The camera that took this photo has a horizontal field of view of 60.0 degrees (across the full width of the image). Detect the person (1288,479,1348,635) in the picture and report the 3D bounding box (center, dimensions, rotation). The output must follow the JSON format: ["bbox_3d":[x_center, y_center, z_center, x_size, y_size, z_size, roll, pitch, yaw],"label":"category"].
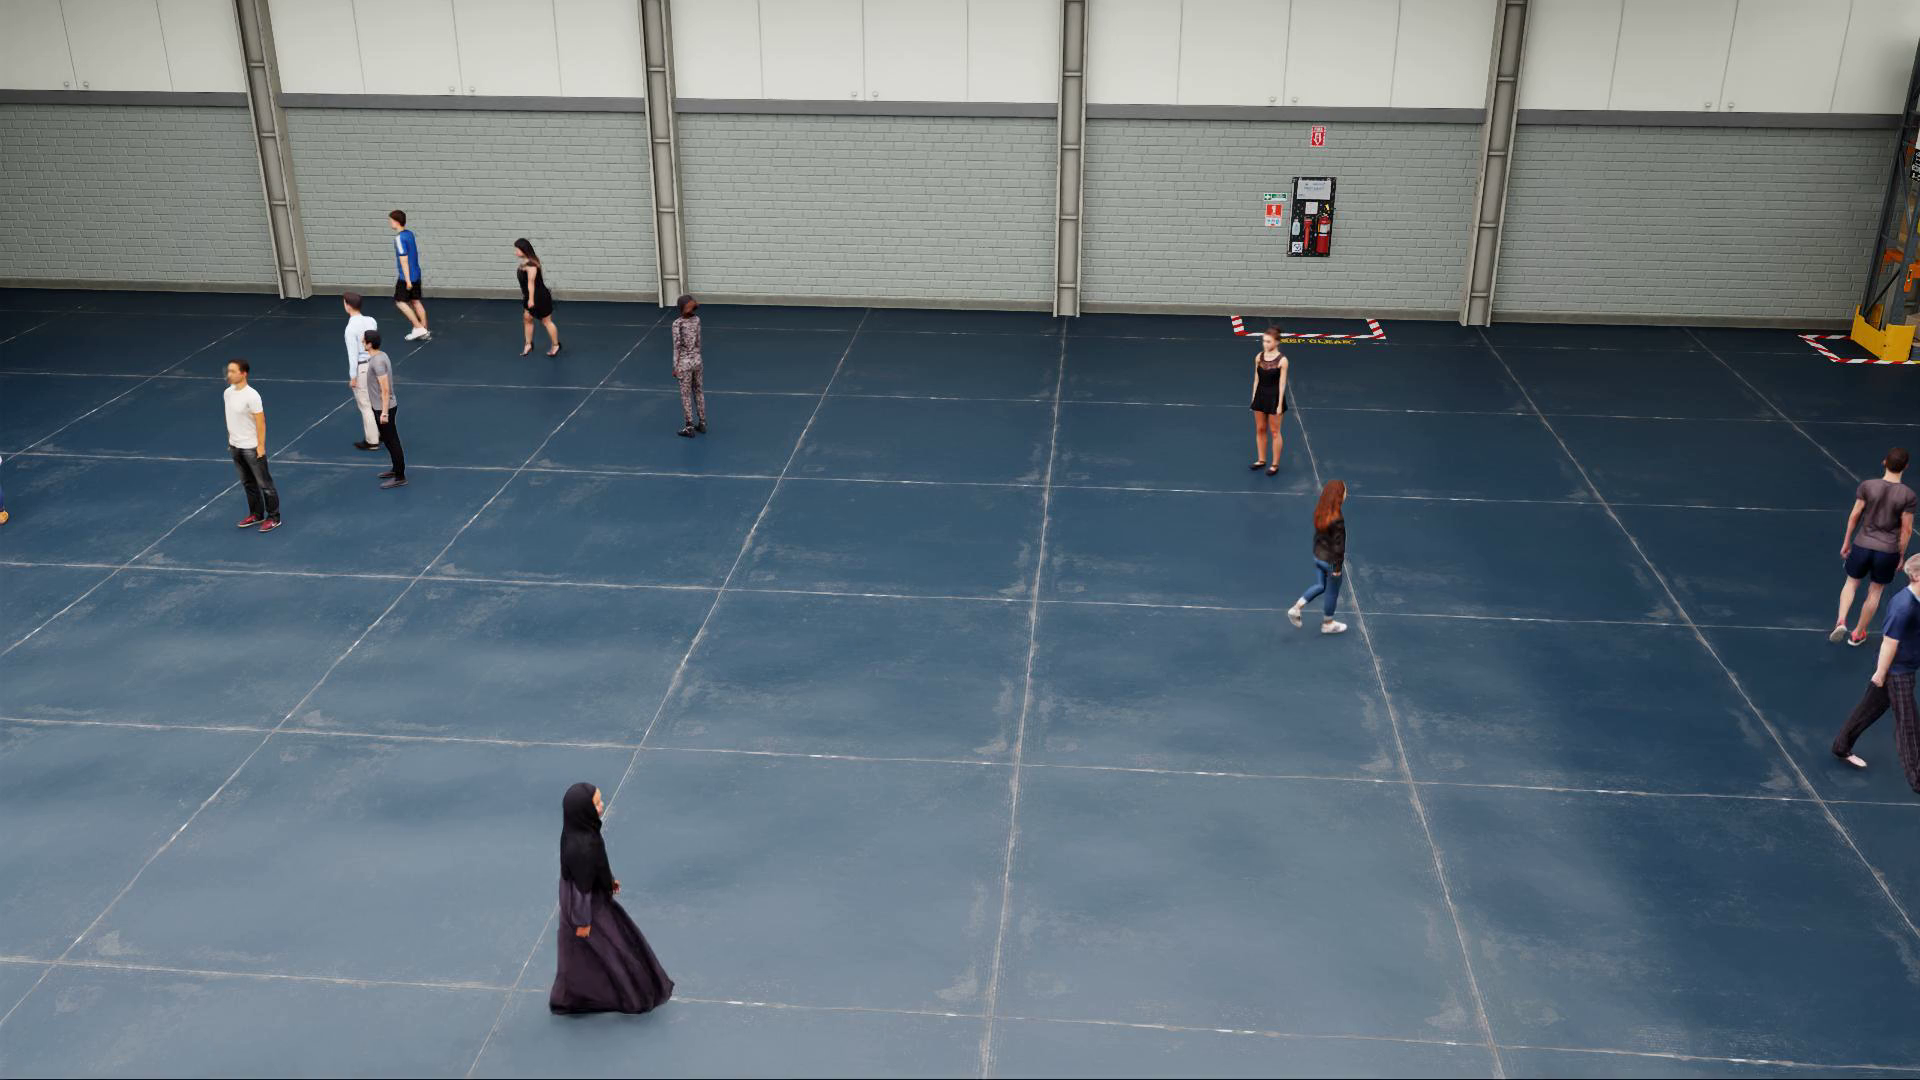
[{"bbox_3d":[3.203,0.174,14.707,0.884,1.469,0.750,-8,24,-18],"label":"person"}]

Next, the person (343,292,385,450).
[{"bbox_3d":[-6.893,-1.960,19.242,0.675,1.846,0.709,8,24,19],"label":"person"}]

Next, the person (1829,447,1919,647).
[{"bbox_3d":[7.884,0.114,14.374,0.962,1.839,0.978,18,29,36],"label":"person"}]

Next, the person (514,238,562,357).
[{"bbox_3d":[-5.675,-3.272,22.554,0.943,1.669,0.858,-7,24,-17],"label":"person"}]

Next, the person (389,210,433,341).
[{"bbox_3d":[-7.637,-3.702,23.334,0.649,1.849,0.677,0,23,0],"label":"person"}]

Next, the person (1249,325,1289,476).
[{"bbox_3d":[3.460,-1.572,18.541,0.754,1.681,0.684,-21,31,-40],"label":"person"}]

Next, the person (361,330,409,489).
[{"bbox_3d":[-6.295,-1.461,18.188,0.680,1.753,0.698,-9,25,-19],"label":"person"}]

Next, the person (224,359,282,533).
[{"bbox_3d":[-7.265,-0.986,17.004,0.603,1.805,0.765,11,25,24],"label":"person"}]

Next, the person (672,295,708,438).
[{"bbox_3d":[-3.203,-2.068,19.666,0.724,1.714,0.681,19,29,37],"label":"person"}]

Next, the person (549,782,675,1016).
[{"bbox_3d":[-2.292,2.149,9.882,1.072,1.609,0.857,-8,24,-17],"label":"person"}]

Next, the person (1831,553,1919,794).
[{"bbox_3d":[6.927,0.938,12.449,1.122,1.830,1.215,-20,30,-39],"label":"person"}]
